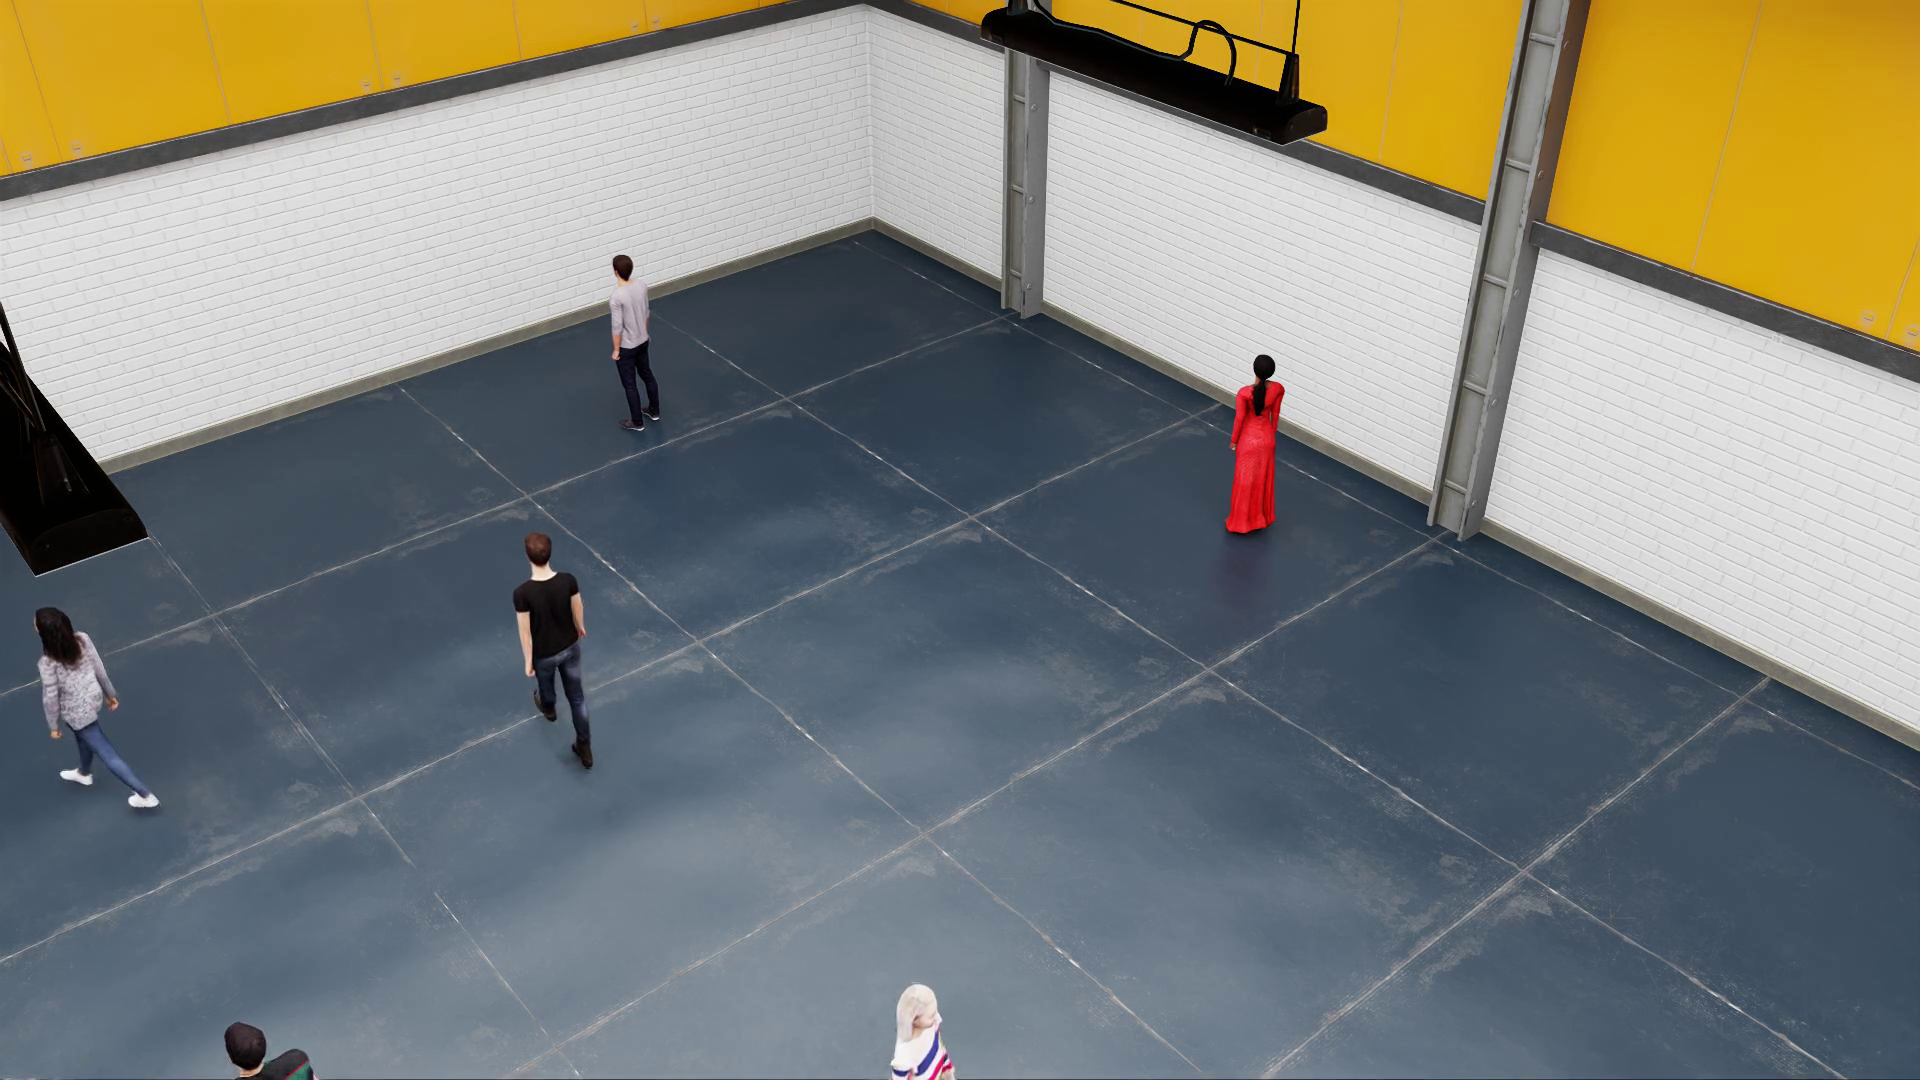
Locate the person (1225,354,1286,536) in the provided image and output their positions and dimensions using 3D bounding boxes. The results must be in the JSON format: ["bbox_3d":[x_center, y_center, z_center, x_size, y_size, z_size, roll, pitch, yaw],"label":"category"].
[{"bbox_3d":[2.638,-0.853,14.873,0.699,1.784,0.699,-11,35,-17],"label":"person"}]

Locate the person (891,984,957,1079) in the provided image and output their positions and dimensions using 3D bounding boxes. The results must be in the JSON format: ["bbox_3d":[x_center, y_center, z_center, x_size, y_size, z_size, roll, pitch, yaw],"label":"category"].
[{"bbox_3d":[-0.304,3.049,9.001,1.055,1.786,0.945,10,35,15],"label":"person"}]

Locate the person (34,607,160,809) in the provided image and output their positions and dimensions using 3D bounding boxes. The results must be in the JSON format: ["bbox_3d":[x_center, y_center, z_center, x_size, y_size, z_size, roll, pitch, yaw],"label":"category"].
[{"bbox_3d":[-6.163,1.241,11.814,1.237,1.683,1.044,10,35,15],"label":"person"}]

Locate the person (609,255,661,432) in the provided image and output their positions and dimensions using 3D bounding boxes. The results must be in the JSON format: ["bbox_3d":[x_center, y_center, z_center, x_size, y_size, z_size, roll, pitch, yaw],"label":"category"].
[{"bbox_3d":[-3.256,-1.971,16.501,0.645,1.843,0.723,19,38,27],"label":"person"}]

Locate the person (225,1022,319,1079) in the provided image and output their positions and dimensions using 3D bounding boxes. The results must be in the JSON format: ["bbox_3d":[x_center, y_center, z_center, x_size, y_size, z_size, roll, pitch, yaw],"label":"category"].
[{"bbox_3d":[-3.452,3.258,8.613,0.743,1.867,1.031,-28,43,-36],"label":"person"}]

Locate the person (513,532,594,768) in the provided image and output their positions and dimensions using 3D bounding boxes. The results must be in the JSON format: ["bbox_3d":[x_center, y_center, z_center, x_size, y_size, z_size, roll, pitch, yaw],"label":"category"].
[{"bbox_3d":[-2.938,0.859,12.238,0.850,1.850,1.233,-18,37,-24],"label":"person"}]
